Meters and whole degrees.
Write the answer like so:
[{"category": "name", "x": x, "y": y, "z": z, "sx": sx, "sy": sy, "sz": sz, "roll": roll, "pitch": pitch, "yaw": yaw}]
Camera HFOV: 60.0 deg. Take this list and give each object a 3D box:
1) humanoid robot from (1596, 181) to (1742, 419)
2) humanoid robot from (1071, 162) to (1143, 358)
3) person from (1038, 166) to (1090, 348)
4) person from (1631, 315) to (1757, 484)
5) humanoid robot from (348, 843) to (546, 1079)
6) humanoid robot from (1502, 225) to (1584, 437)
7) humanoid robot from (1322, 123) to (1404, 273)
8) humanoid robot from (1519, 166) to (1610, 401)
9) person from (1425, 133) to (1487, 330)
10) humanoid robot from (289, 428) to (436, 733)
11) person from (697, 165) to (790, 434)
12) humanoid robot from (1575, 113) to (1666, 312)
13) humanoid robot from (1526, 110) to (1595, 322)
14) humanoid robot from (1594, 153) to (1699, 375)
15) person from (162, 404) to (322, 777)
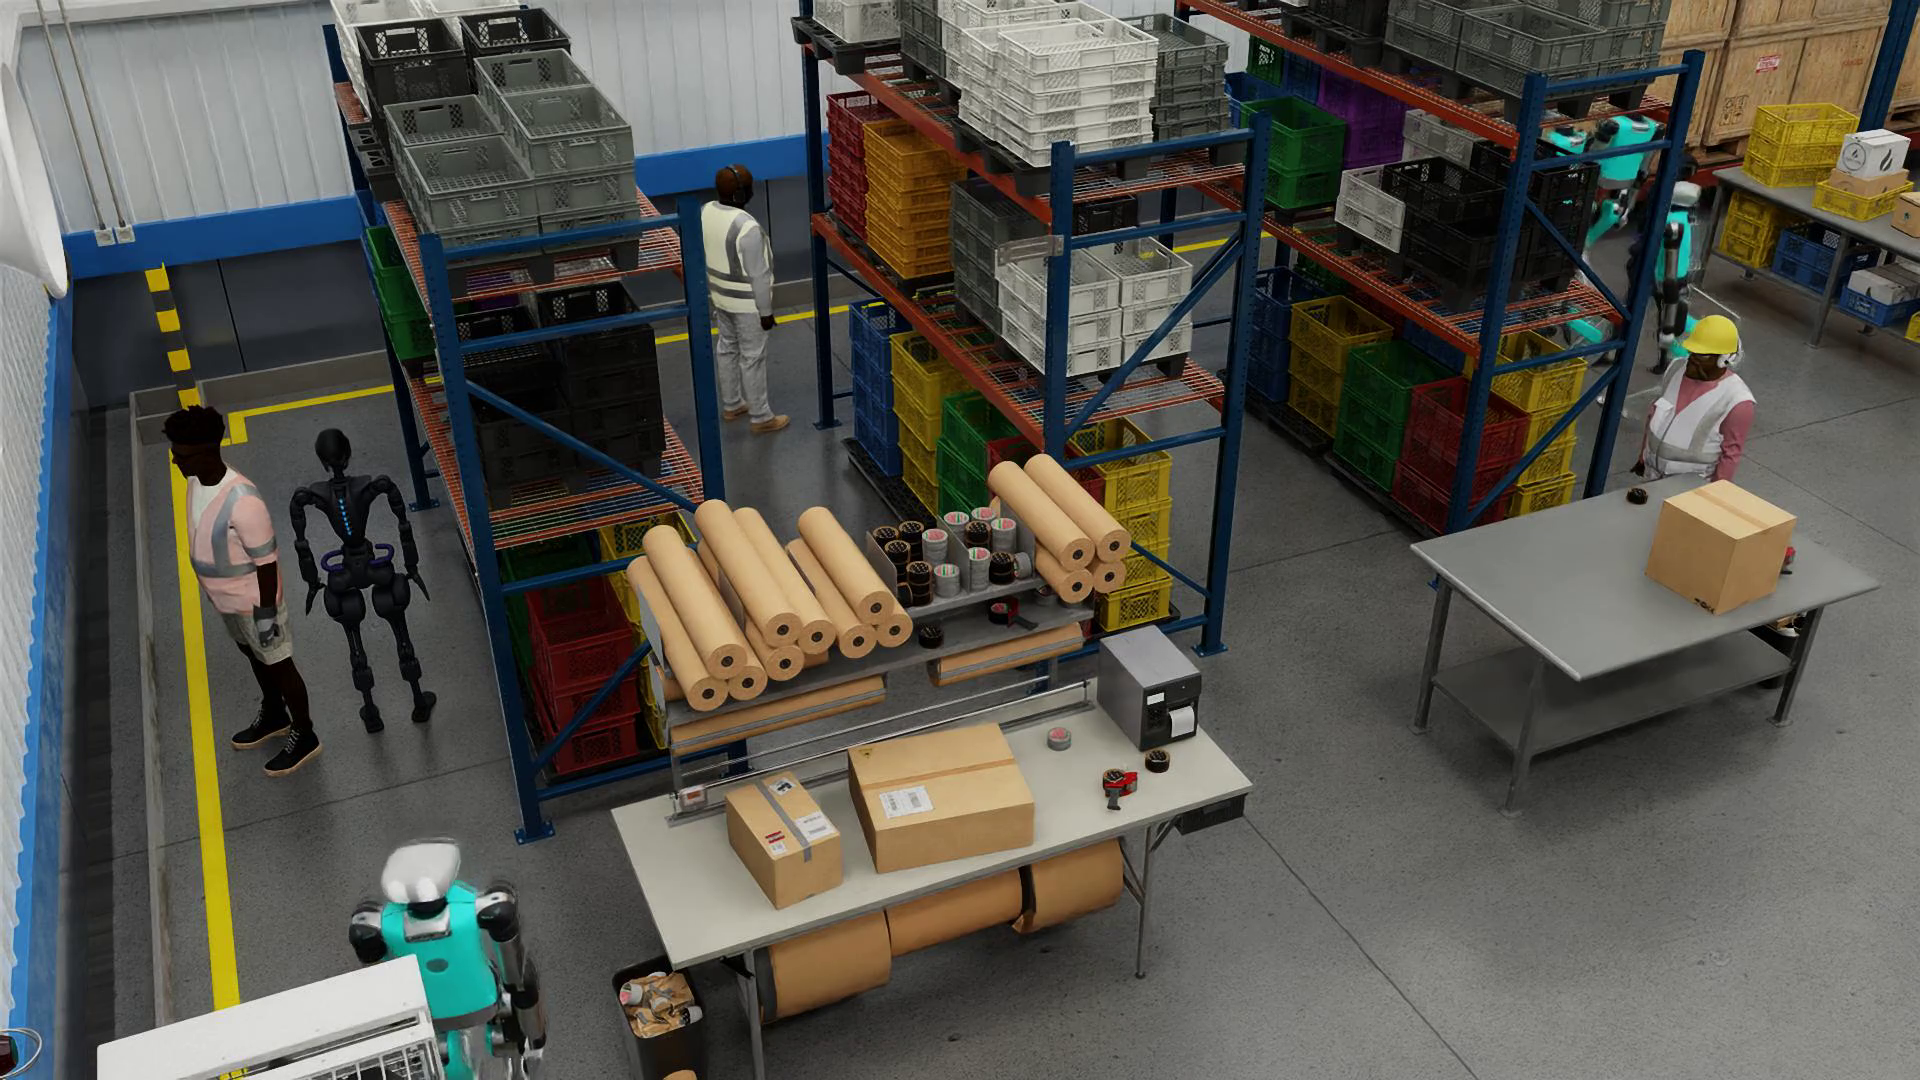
[{"category": "humanoid robot", "x": 4.861, "y": -1.480, "z": 10.961, "sx": 1.001, "sy": 1.722, "sz": 0.544, "roll": 12, "pitch": 34, "yaw": 18}, {"category": "humanoid robot", "x": 1.009, "y": -2.002, "z": 11.878, "sx": 0.609, "sy": 1.653, "sz": 0.314, "roll": -1, "pitch": 32, "yaw": -2}, {"category": "person", "x": 0.726, "y": -2.307, "z": 12.033, "sx": 0.389, "sy": 2.040, "sz": 0.614, "roll": 15, "pitch": 35, "yaw": 23}, {"category": "person", "x": 3.931, "y": -0.379, "z": 9.092, "sx": 0.403, "sy": 1.834, "sz": 0.588, "roll": -14, "pitch": 34, "yaw": -22}, {"category": "humanoid robot", "x": -1.751, "y": 1.636, "z": 5.967, "sx": 0.540, "sy": 1.777, "sz": 1.038, "roll": -6, "pitch": 32, "yaw": -9}, {"category": "humanoid robot", "x": 3.803, "y": -1.461, "z": 11.049, "sx": 0.587, "sy": 1.631, "sz": 0.751, "roll": -14, "pitch": 34, "yaw": -21}, {"category": "humanoid robot", "x": 3.259, "y": -2.884, "z": 13.322, "sx": 0.597, "sy": 1.642, "sz": 0.396, "roll": -5, "pitch": 32, "yaw": -8}, {"category": "humanoid robot", "x": 4.161, "y": -1.702, "z": 11.206, "sx": 0.735, "sy": 1.677, "sz": 0.533, "roll": 2, "pitch": 32, "yaw": 4}, {"category": "person", "x": 3.472, "y": -1.889, "z": 11.499, "sx": 0.574, "sy": 1.884, "sz": 0.356, "roll": -6, "pitch": 32, "yaw": -10}, {"category": "humanoid robot", "x": -2.980, "y": 0.201, "z": 8.284, "sx": 0.599, "sy": 1.659, "sz": 0.315, "roll": -9, "pitch": 33, "yaw": -14}, {"category": "person", "x": -1.443, "y": -1.597, "z": 11.064, "sx": 0.429, "sy": 1.844, "sz": 0.621, "roll": -27, "pitch": 41, "yaw": -36}, {"category": "humanoid robot", "x": 4.877, "y": -2.660, "z": 12.911, "sx": 0.572, "sy": 1.743, "sz": 1.010, "roll": -10, "pitch": 33, "yaw": -15}, {"category": "humanoid robot", "x": 4.225, "y": -2.344, "z": 12.441, "sx": 0.542, "sy": 1.881, "sz": 0.684, "roll": -19, "pitch": 36, "yaw": -28}, {"category": "humanoid robot", "x": 4.980, "y": -1.983, "z": 11.875, "sx": 0.613, "sy": 1.641, "sz": 0.608, "roll": -8, "pitch": 32, "yaw": -12}, {"category": "person", "x": -3.438, "y": 0.242, "z": 7.960, "sx": 0.602, "sy": 1.966, "sz": 0.368, "roll": 27, "pitch": 40, "yaw": 36}]
